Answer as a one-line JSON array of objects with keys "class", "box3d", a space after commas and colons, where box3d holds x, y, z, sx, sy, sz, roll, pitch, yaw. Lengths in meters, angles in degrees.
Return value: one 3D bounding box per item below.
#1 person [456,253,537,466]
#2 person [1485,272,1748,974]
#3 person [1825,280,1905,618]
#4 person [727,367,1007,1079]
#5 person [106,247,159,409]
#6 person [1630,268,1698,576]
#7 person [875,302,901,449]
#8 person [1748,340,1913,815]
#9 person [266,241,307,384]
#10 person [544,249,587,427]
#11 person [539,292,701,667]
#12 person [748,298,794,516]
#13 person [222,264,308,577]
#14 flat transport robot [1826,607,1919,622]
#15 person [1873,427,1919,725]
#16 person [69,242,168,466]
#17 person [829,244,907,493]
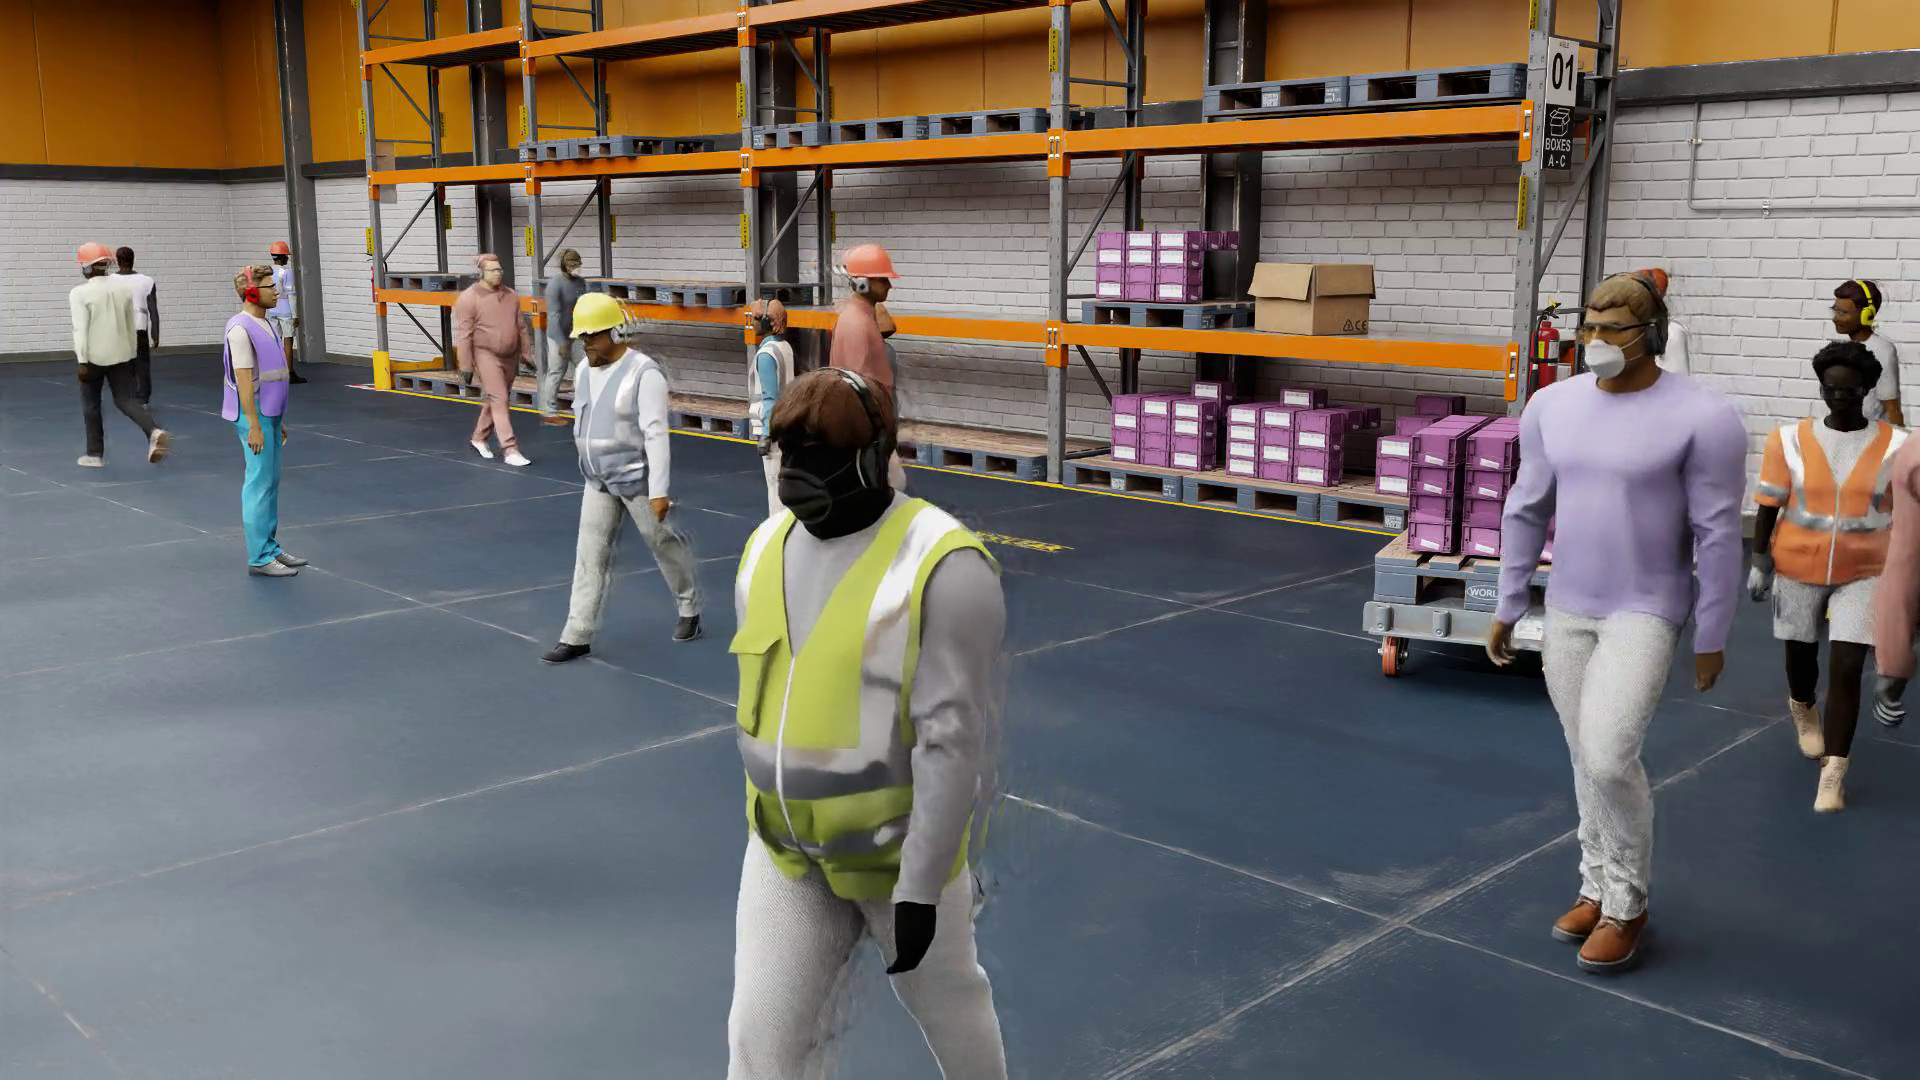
[{"class": "person", "box3d": [-4.165, -1.619, 14.841, 0.960, 1.870, 0.635, 7, 12, 32]}, {"class": "person", "box3d": [1.775, 0.230, 4.619, 0.599, 1.919, 0.626, -7, 12, -33]}, {"class": "person", "box3d": [4.852, -0.453, 8.694, 0.902, 1.813, 0.534, 3, 11, 14]}, {"class": "person", "box3d": [-0.188, 0.565, 3.178, 0.616, 1.797, 0.975, 7, 13, 34]}, {"class": "person", "box3d": [-9.498, -2.384, 18.997, 0.596, 1.881, 0.931, -7, 13, -34]}, {"class": "person", "box3d": [4.079, -0.673, 9.824, 0.840, 1.832, 0.608, 2, 11, 10]}, {"class": "person", "box3d": [-0.504, -0.627, 10.077, 0.278, 1.631, 0.505, 2, 11, 11]}, {"class": "person", "box3d": [3.195, 0.093, 6.104, 0.539, 1.670, 0.811, 6, 12, 31]}, {"class": "person", "box3d": [-9.250, -3.101, 22.737, 0.551, 1.934, 0.372, 5, 11, 24]}, {"class": "person", "box3d": [-4.066, -2.095, 17.404, 0.926, 1.872, 0.669, 5, 12, 26]}, {"class": "person", "box3d": [-1.605, -0.312, 8.041, 0.620, 1.773, 0.962, 7, 13, 35]}, {"class": "person", "box3d": [-1.142, -0.660, 10.233, 0.314, 1.641, 0.515, 1, 10, 6]}, {"class": "person", "box3d": [-4.177, -0.708, 9.923, 0.386, 1.849, 0.568, -2, 11, -9]}, {"class": "flat transport robot", "box3d": [5.185, 0.318, 8.639, 1.431, 0.197, 0.652, 7, 12, 34]}, {"class": "person", "box3d": [2.710, 0.323, 4.279, 0.912, 1.868, 0.661, -10, 14, -43]}, {"class": "person", "box3d": [-7.393, -1.605, 14.520, 0.830, 1.971, 0.628, 5, 11, 24]}, {"class": "person", "box3d": [-0.508, -0.666, 9.356, 0.448, 1.969, 0.642, 0, 10, -1]}]
